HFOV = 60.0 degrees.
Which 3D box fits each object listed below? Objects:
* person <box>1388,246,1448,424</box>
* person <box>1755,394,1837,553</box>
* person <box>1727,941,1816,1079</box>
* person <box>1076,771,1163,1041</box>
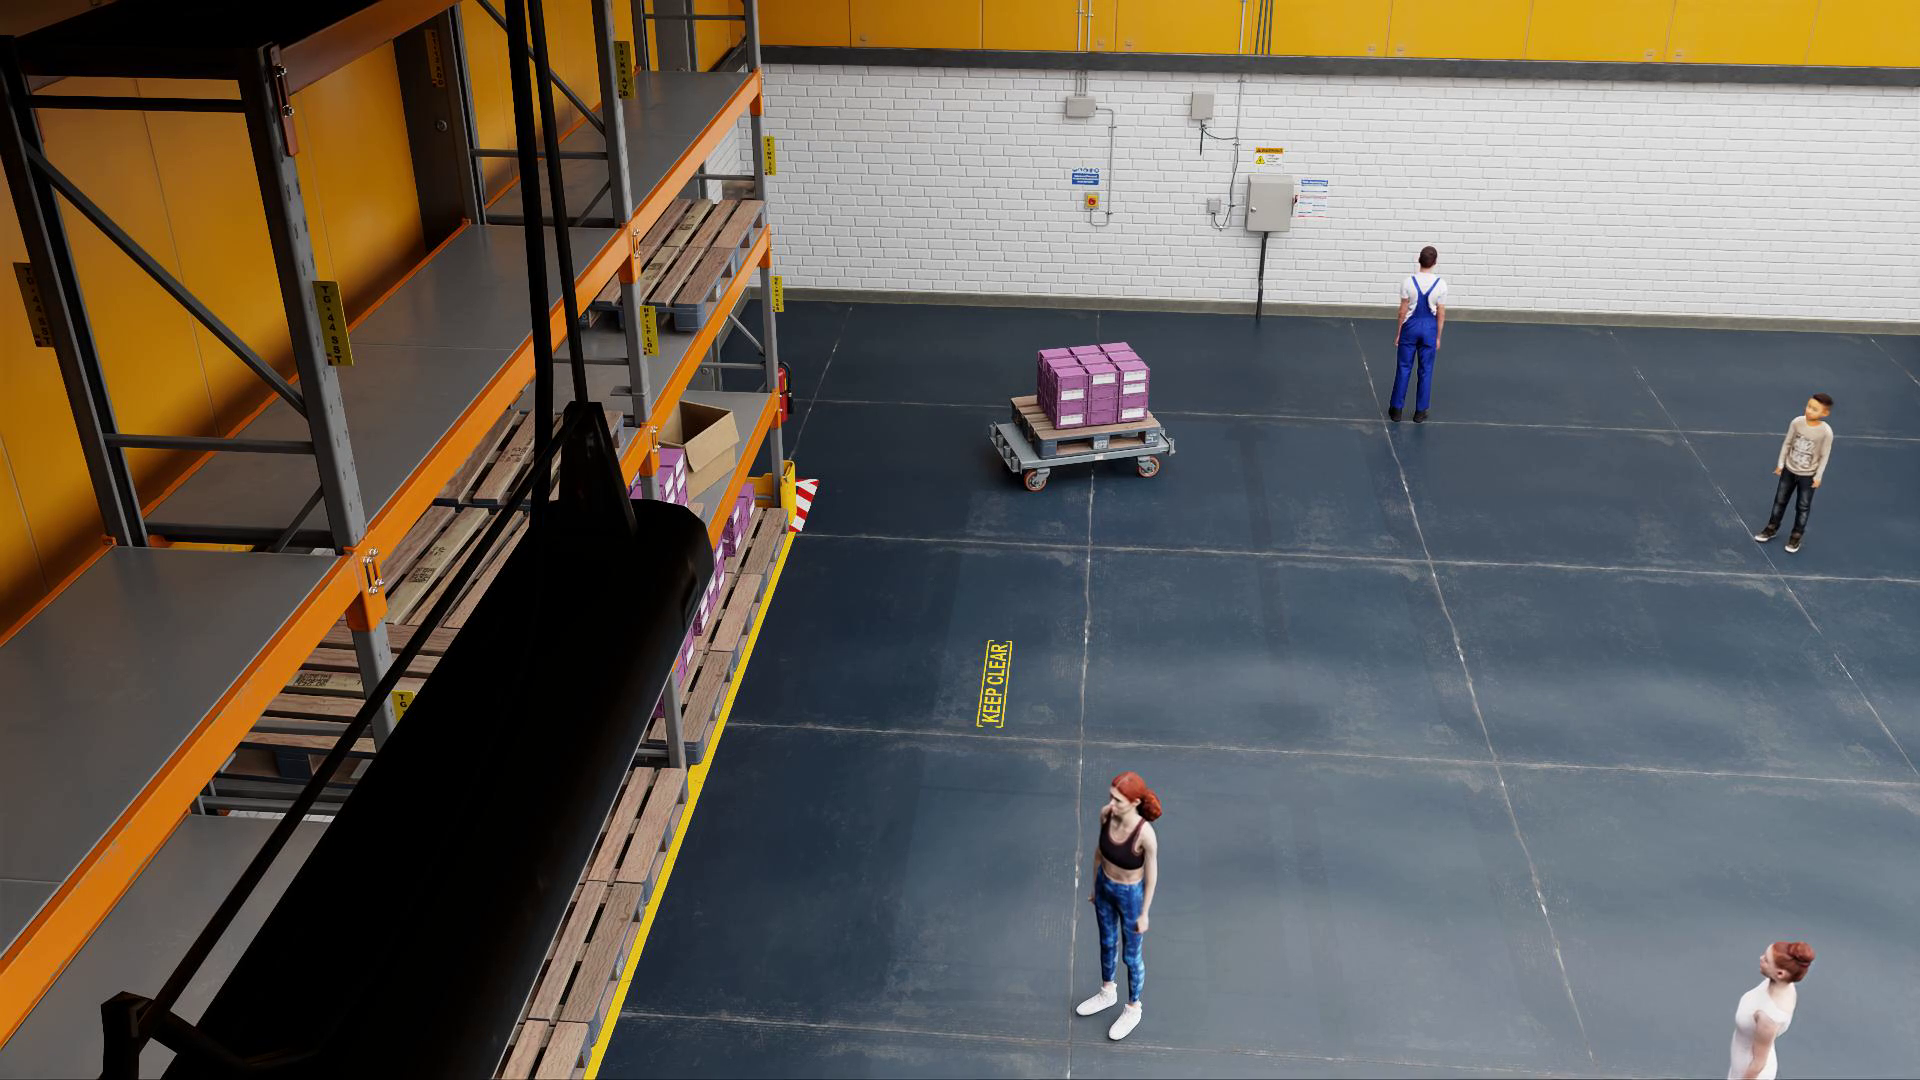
[{"bbox_3d":[4.667,-2.097,16.941,0.655,1.851,0.605,7,29,12],"label":"person"},{"bbox_3d":[7.411,-0.617,14.636,0.682,1.462,0.625,-23,36,-35],"label":"person"},{"bbox_3d":[3.931,2.671,8.261,0.704,1.793,0.567,16,32,27],"label":"person"},{"bbox_3d":[0.914,2.050,9.409,0.732,1.785,0.675,-23,36,-36],"label":"person"}]
